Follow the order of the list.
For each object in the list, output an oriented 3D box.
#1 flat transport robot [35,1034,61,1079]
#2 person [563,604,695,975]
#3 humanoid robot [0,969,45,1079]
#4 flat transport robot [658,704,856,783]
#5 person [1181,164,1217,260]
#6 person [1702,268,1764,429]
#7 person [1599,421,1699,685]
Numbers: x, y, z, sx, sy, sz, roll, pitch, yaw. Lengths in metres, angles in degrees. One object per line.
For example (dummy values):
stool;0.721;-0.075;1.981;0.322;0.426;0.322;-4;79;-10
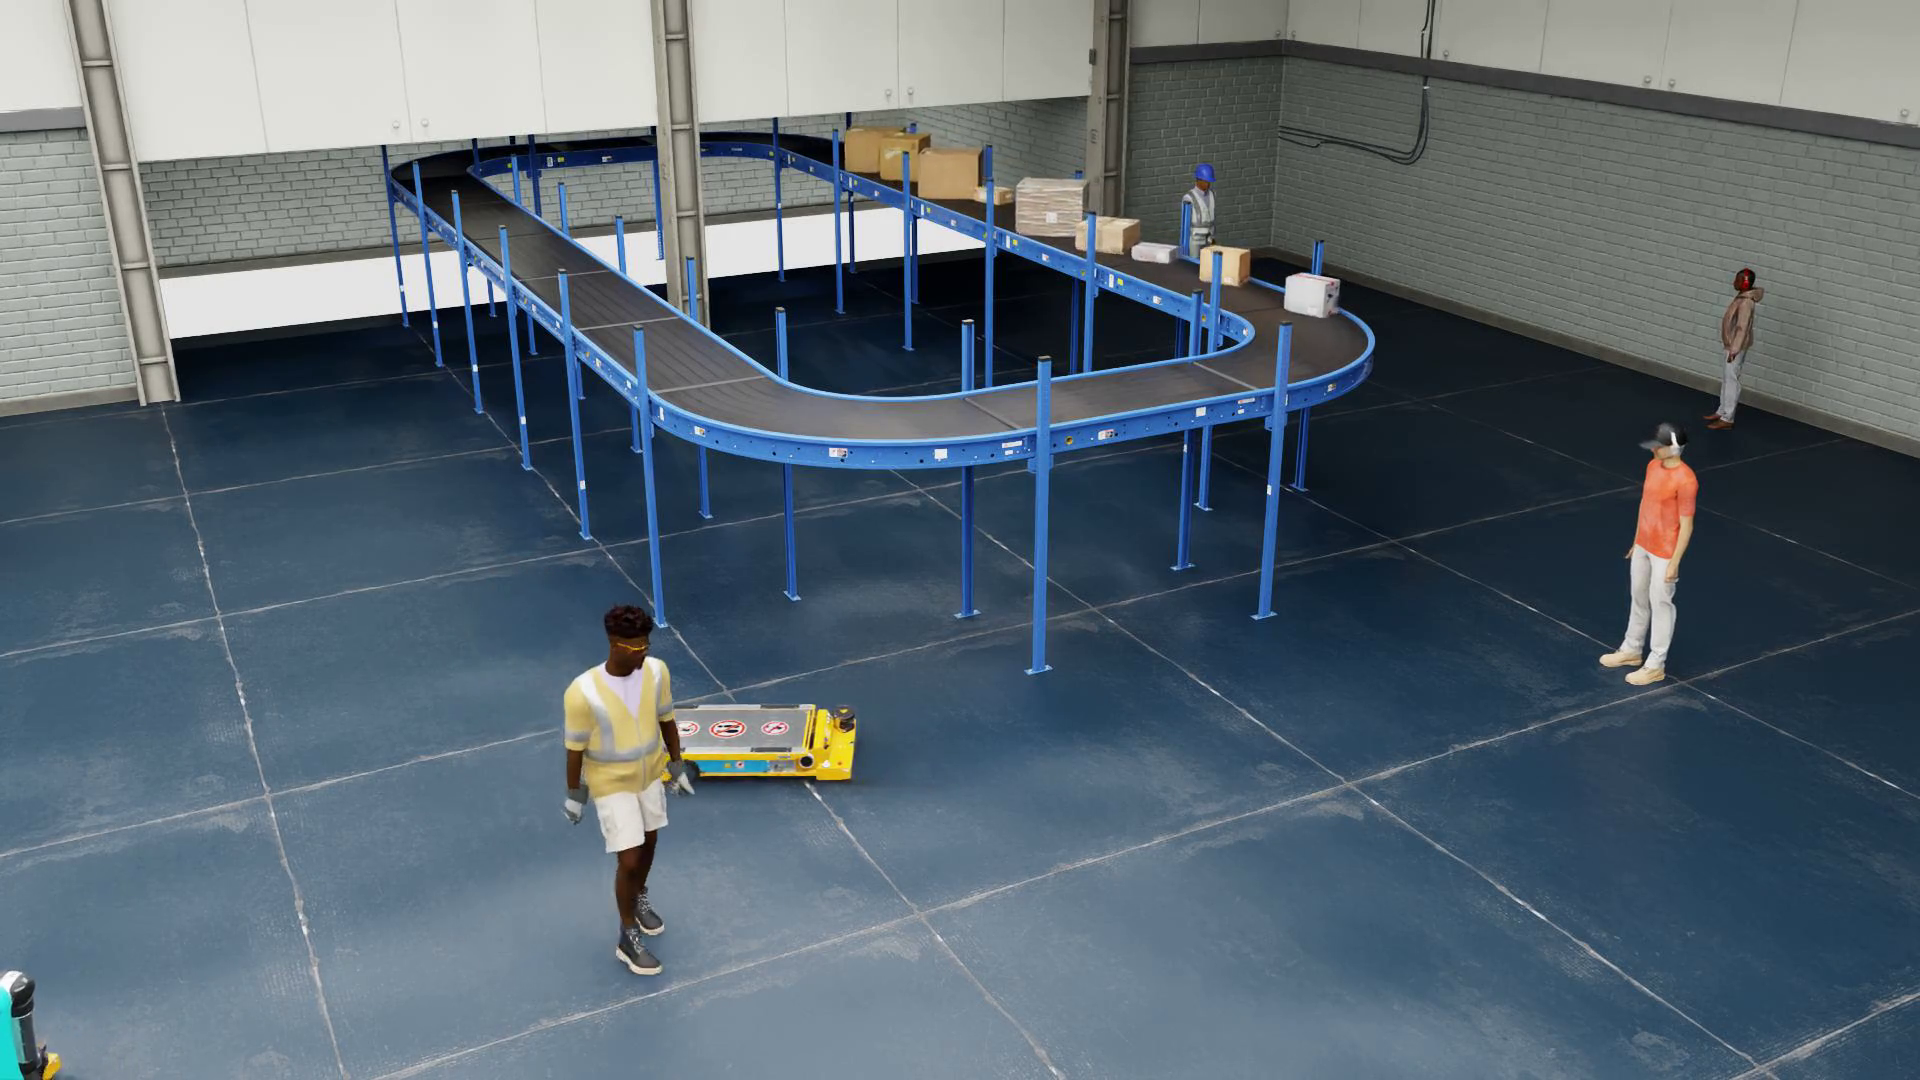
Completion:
flat transport robot;-5.008;2.524;7.635;1.431;0.231;0.659;2;22;5
person;-1.651;1.261;8.538;0.690;1.929;0.663;20;30;41
humanoid robot;-3.780;2.247;6.242;0.724;1.703;0.530;8;23;20
flat transport robot;-1.398;1.302;10.657;1.431;0.231;0.659;0;22;0
person;3.025;-3.790;21.030;0.615;1.933;0.415;-20;30;-41
person;7.842;-1.938;16.817;0.339;1.651;0.456;7;23;16
person;4.780;0.085;11.488;0.429;1.904;0.475;-5;23;-12
